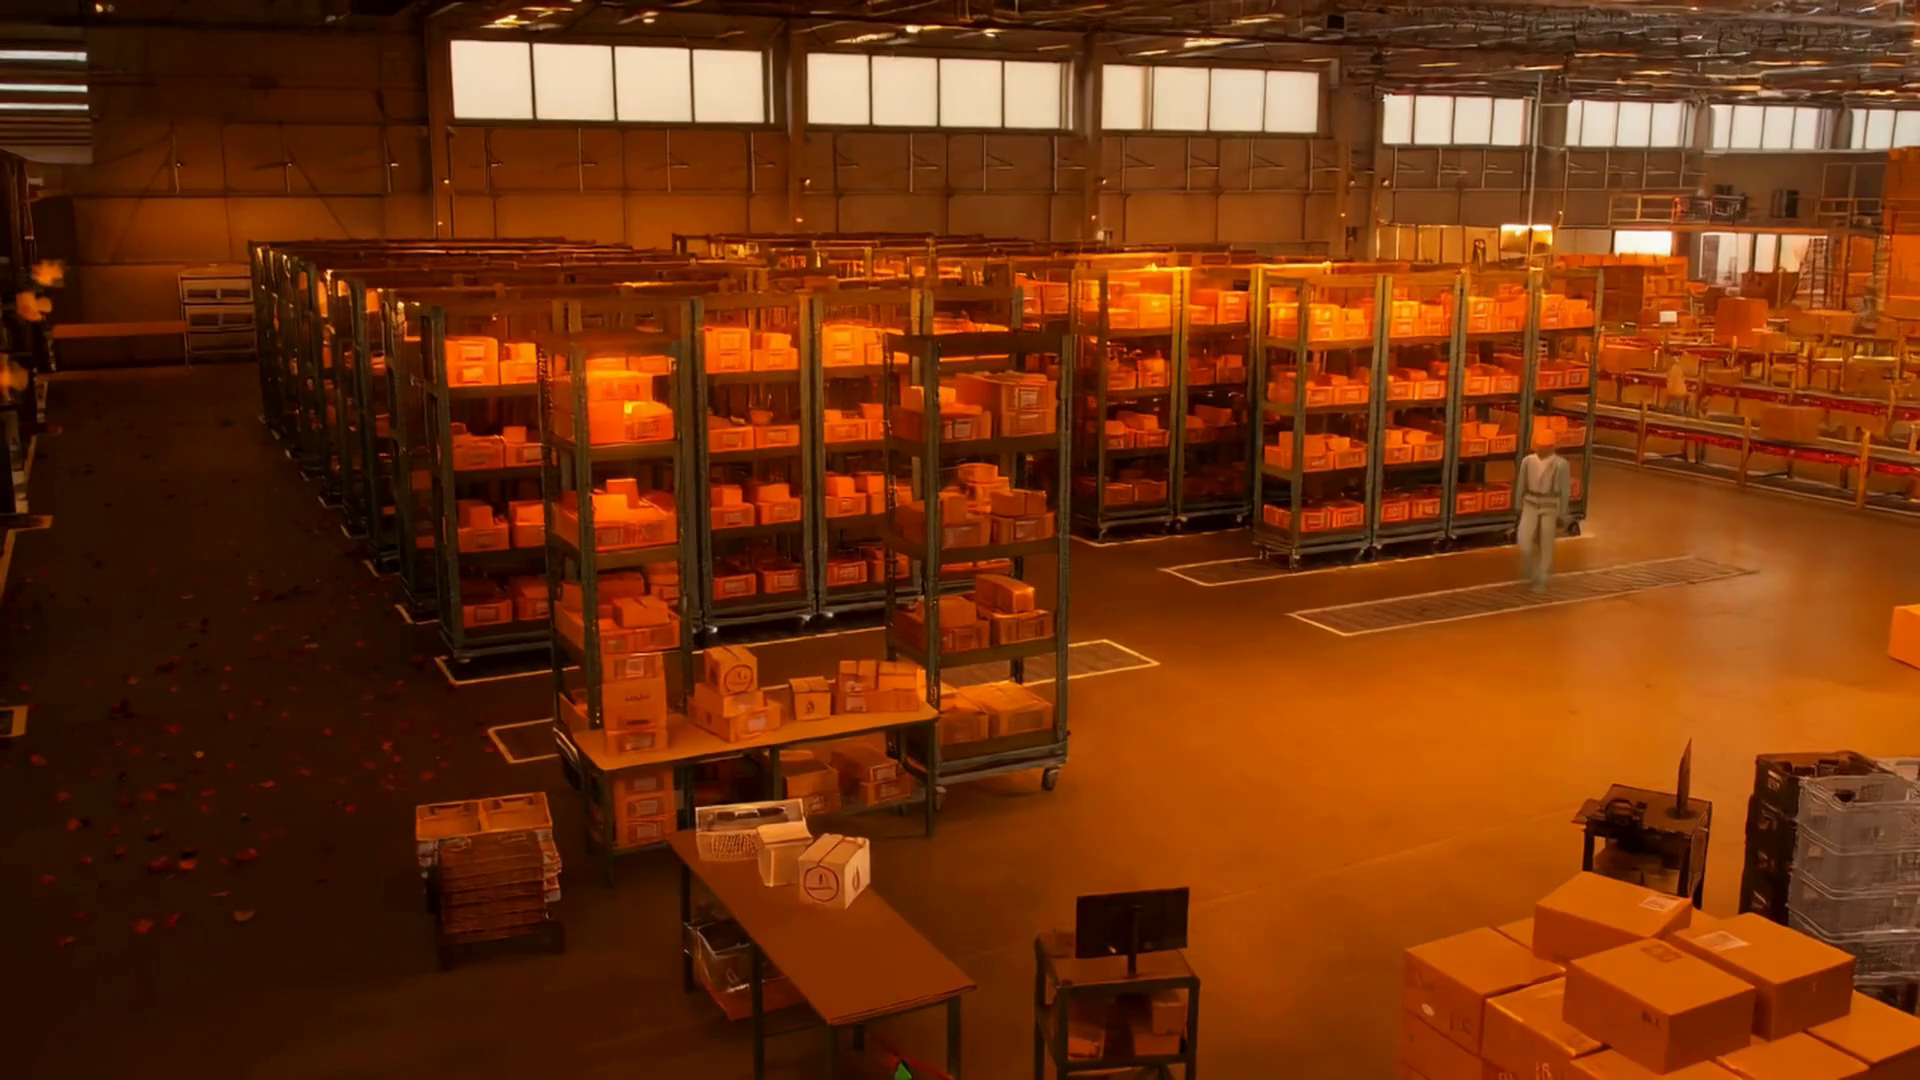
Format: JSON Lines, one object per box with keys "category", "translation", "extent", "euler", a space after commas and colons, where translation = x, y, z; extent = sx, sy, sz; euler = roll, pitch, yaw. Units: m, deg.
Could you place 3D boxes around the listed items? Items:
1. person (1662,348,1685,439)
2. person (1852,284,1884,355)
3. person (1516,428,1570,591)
{"category": "person", "translation": [13.138, -2.638, 30.510], "extent": [0.535, 1.748, 0.537], "euler": [-9, 15, -38]}
{"category": "person", "translation": [25.174, -6.088, 46.104], "extent": [0.620, 1.981, 1.073], "euler": [-5, 13, -21]}
{"category": "person", "translation": [6.772, -0.349, 19.393], "extent": [0.608, 1.932, 0.449], "euler": [10, 15, 38]}
